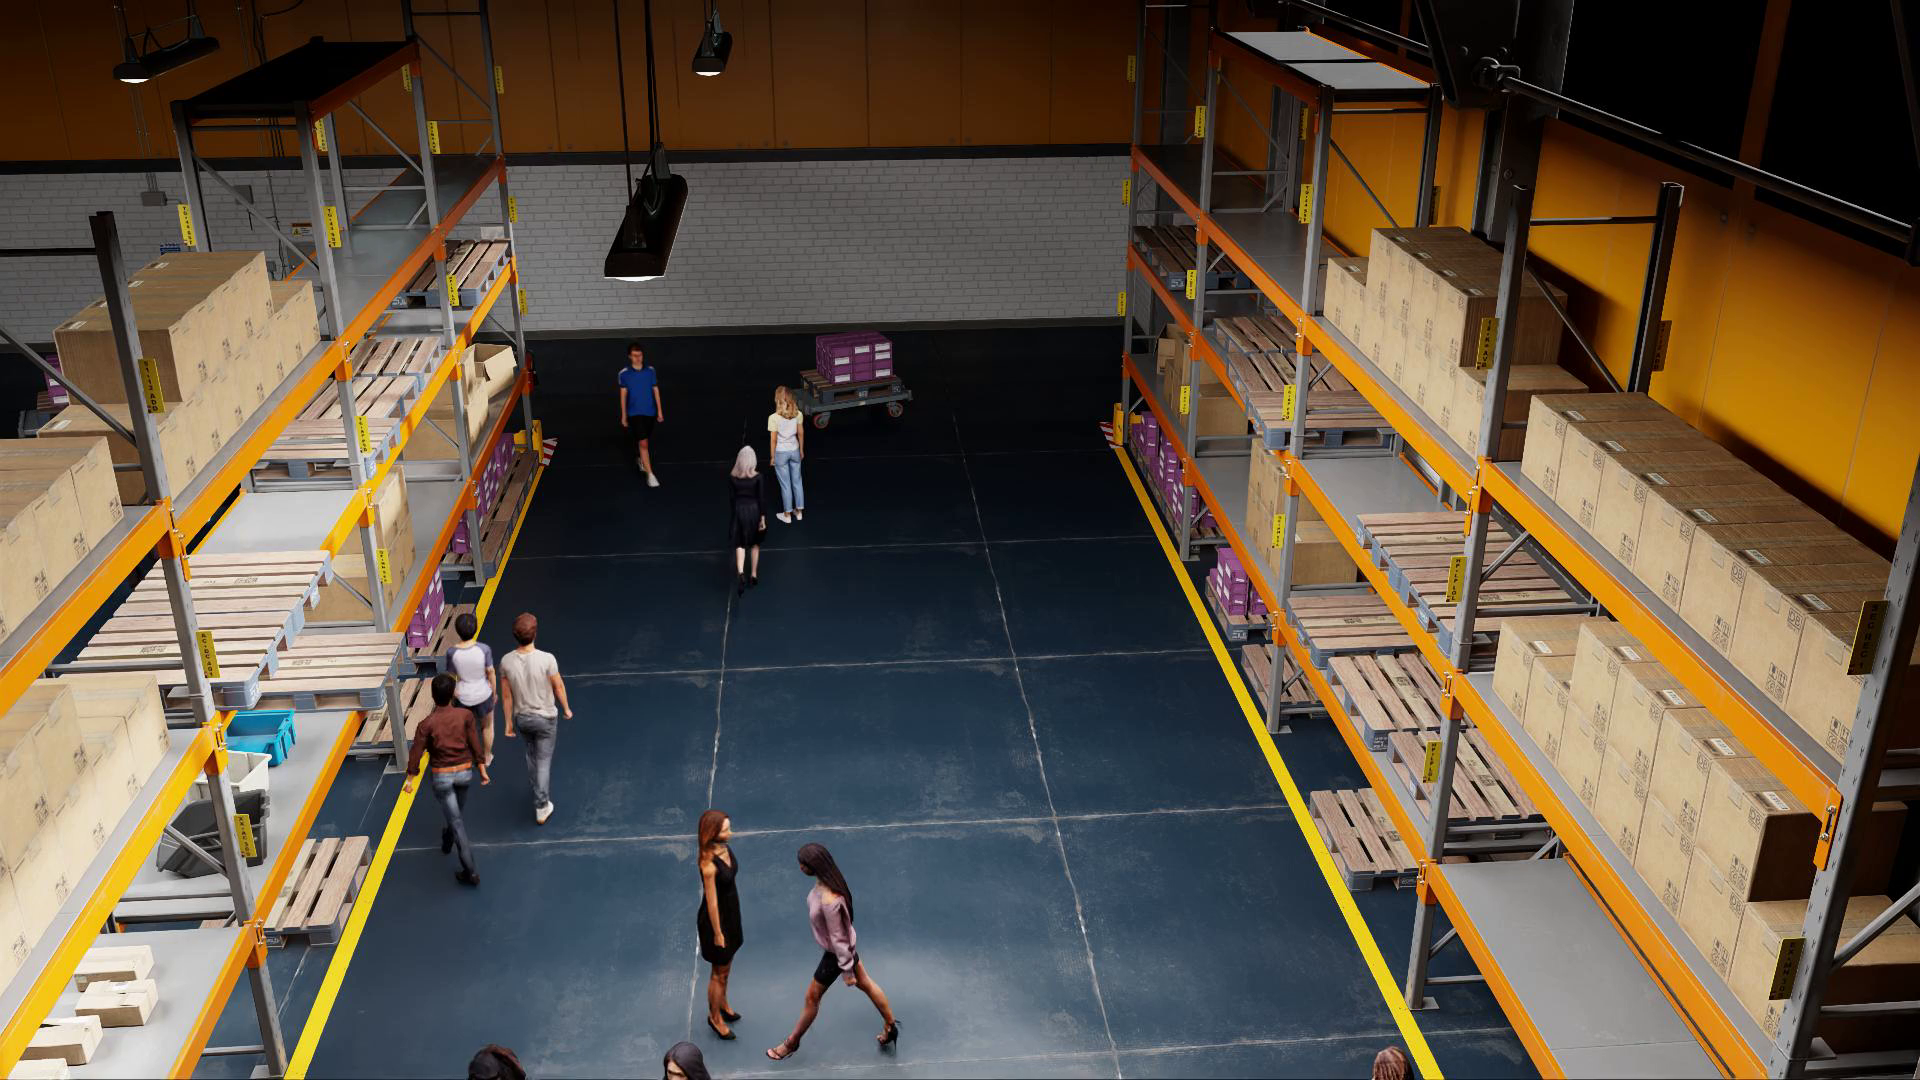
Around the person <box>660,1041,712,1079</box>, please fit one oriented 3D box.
[{"bbox_3d":[-1.522,3.572,9.729,0.817,1.689,0.911,10,25,21],"label":"person"}]

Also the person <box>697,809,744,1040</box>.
[{"bbox_3d":[-1.678,2.670,11.615,0.677,1.831,0.526,2,24,5],"label":"person"}]

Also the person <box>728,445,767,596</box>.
[{"bbox_3d":[-2.351,-0.178,18.264,0.708,1.725,1.017,2,24,4],"label":"person"}]

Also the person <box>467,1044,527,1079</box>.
[{"bbox_3d":[-2.672,3.594,9.784,0.805,1.605,0.952,7,24,15],"label":"person"}]

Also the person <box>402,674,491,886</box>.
[{"bbox_3d":[-4.035,1.964,13.360,1.104,1.729,1.221,-18,30,-36],"label":"person"}]

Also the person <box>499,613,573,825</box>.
[{"bbox_3d":[-3.624,1.552,14.121,0.742,1.874,0.919,2,24,4],"label":"person"}]

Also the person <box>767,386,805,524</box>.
[{"bbox_3d":[-2.105,-1.044,20.251,0.707,1.722,0.703,-15,28,-31],"label":"person"}]

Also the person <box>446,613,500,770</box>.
[{"bbox_3d":[-4.354,1.399,14.876,0.582,1.549,0.738,-3,24,-8],"label":"person"}]

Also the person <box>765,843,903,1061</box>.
[{"bbox_3d":[-0.779,2.850,11.341,0.785,1.722,1.103,-1,24,-1],"label":"person"}]

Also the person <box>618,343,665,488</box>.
[{"bbox_3d":[-4.147,-1.668,21.553,1.018,1.820,1.311,-12,26,-26],"label":"person"}]
